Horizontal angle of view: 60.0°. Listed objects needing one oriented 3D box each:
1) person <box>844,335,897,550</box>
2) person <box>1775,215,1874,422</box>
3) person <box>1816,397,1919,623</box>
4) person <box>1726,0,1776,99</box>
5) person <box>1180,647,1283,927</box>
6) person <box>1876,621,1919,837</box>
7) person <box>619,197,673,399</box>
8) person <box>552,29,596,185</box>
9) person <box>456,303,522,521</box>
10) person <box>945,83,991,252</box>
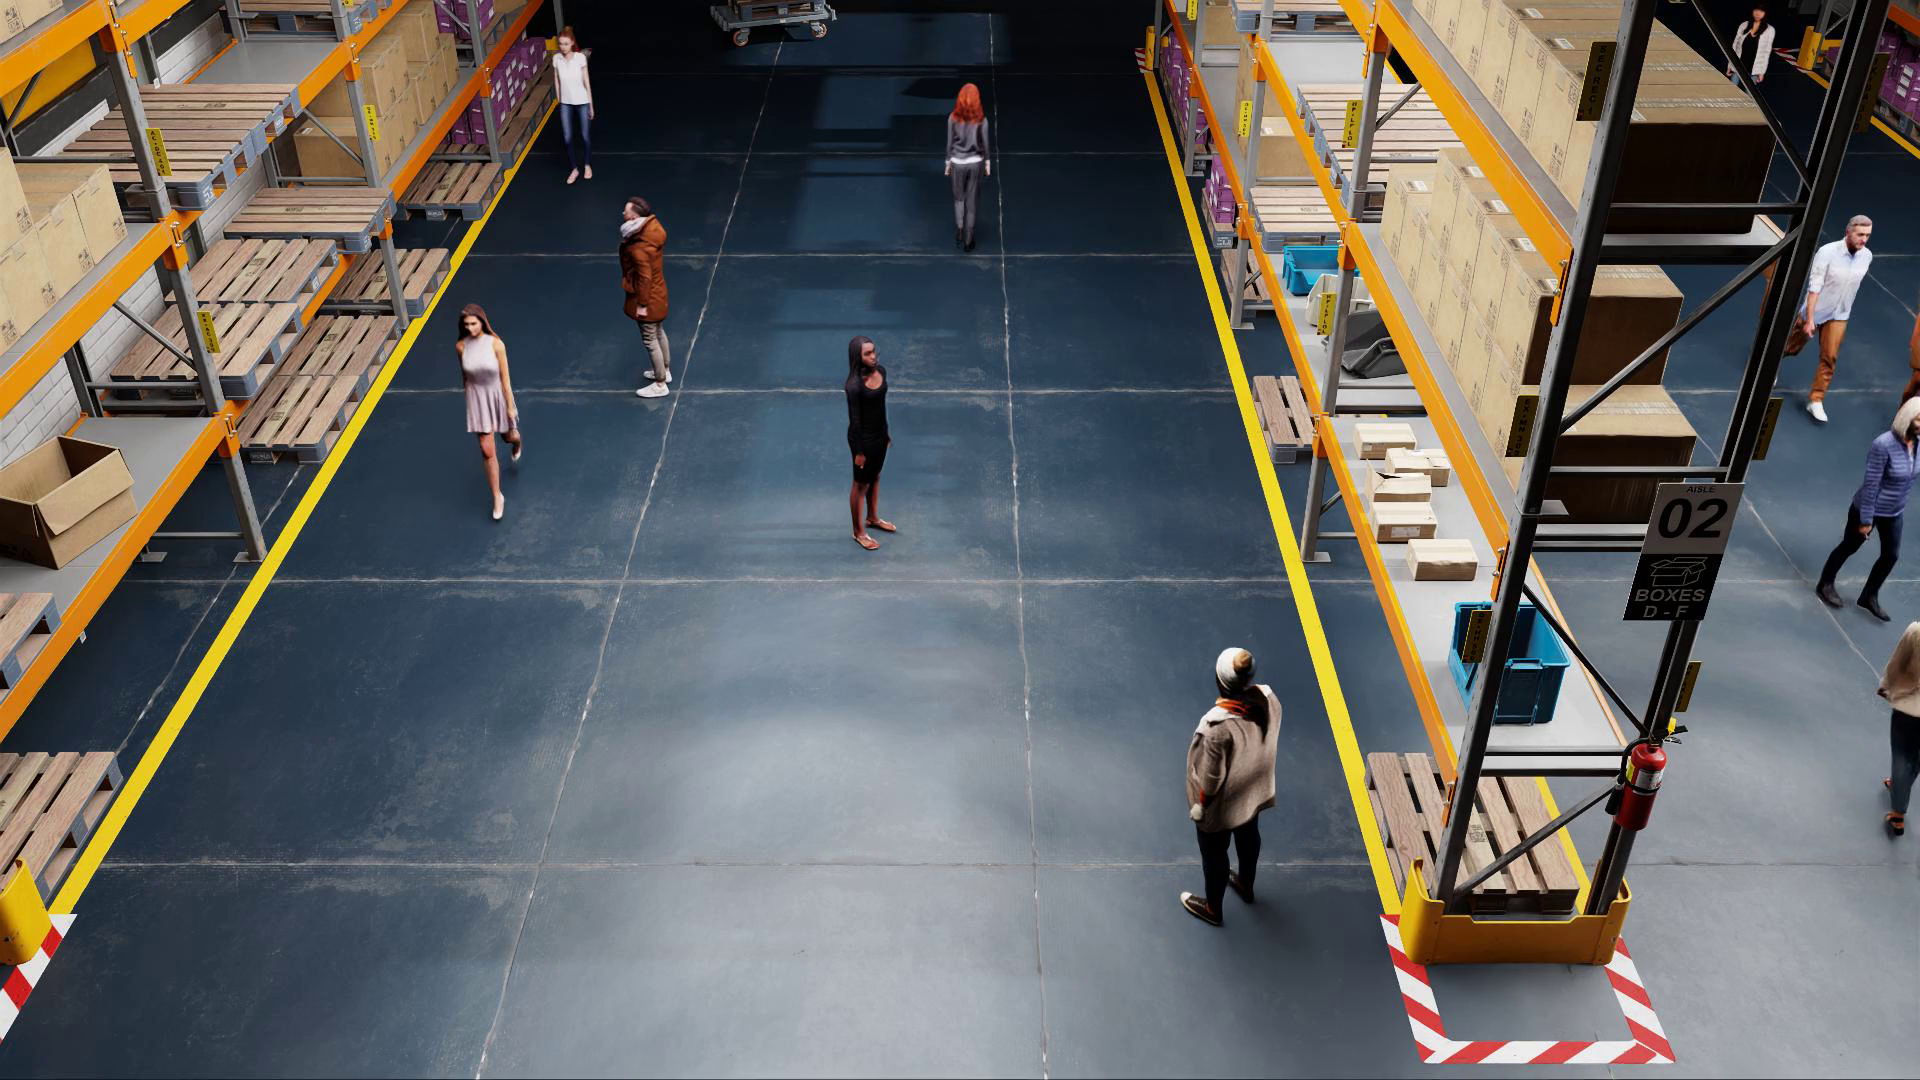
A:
[{"bbox_3d":[-0.697,-0.762,12.639,0.747,1.720,0.619,17,37,24],"label":"person"},{"bbox_3d":[7.449,-2.006,14.450,0.683,1.787,1.153,0,34,-1],"label":"person"},{"bbox_3d":[6.511,-0.286,11.919,0.767,1.724,0.855,-8,34,-11],"label":"person"},{"bbox_3d":[9.587,-5.765,20.243,0.705,1.634,0.734,21,39,29],"label":"person"},{"bbox_3d":[1.528,1.353,9.300,0.825,1.894,0.871,-25,41,-32],"label":"person"},{"bbox_3d":[5.812,1.061,9.968,0.767,1.641,0.841,16,37,22],"label":"person"},{"bbox_3d":[-2.732,-2.145,14.612,0.778,1.838,0.639,3,34,4],"label":"person"},{"bbox_3d":[-4.363,-4.974,18.975,0.597,1.721,0.701,-3,34,-4],"label":"person"},{"bbox_3d":[-3.671,-1.085,13.108,0.550,1.739,1.096,-1,34,-1],"label":"person"},{"bbox_3d":[0.059,-3.803,17.175,0.643,1.764,0.598,4,34,6],"label":"person"}]
